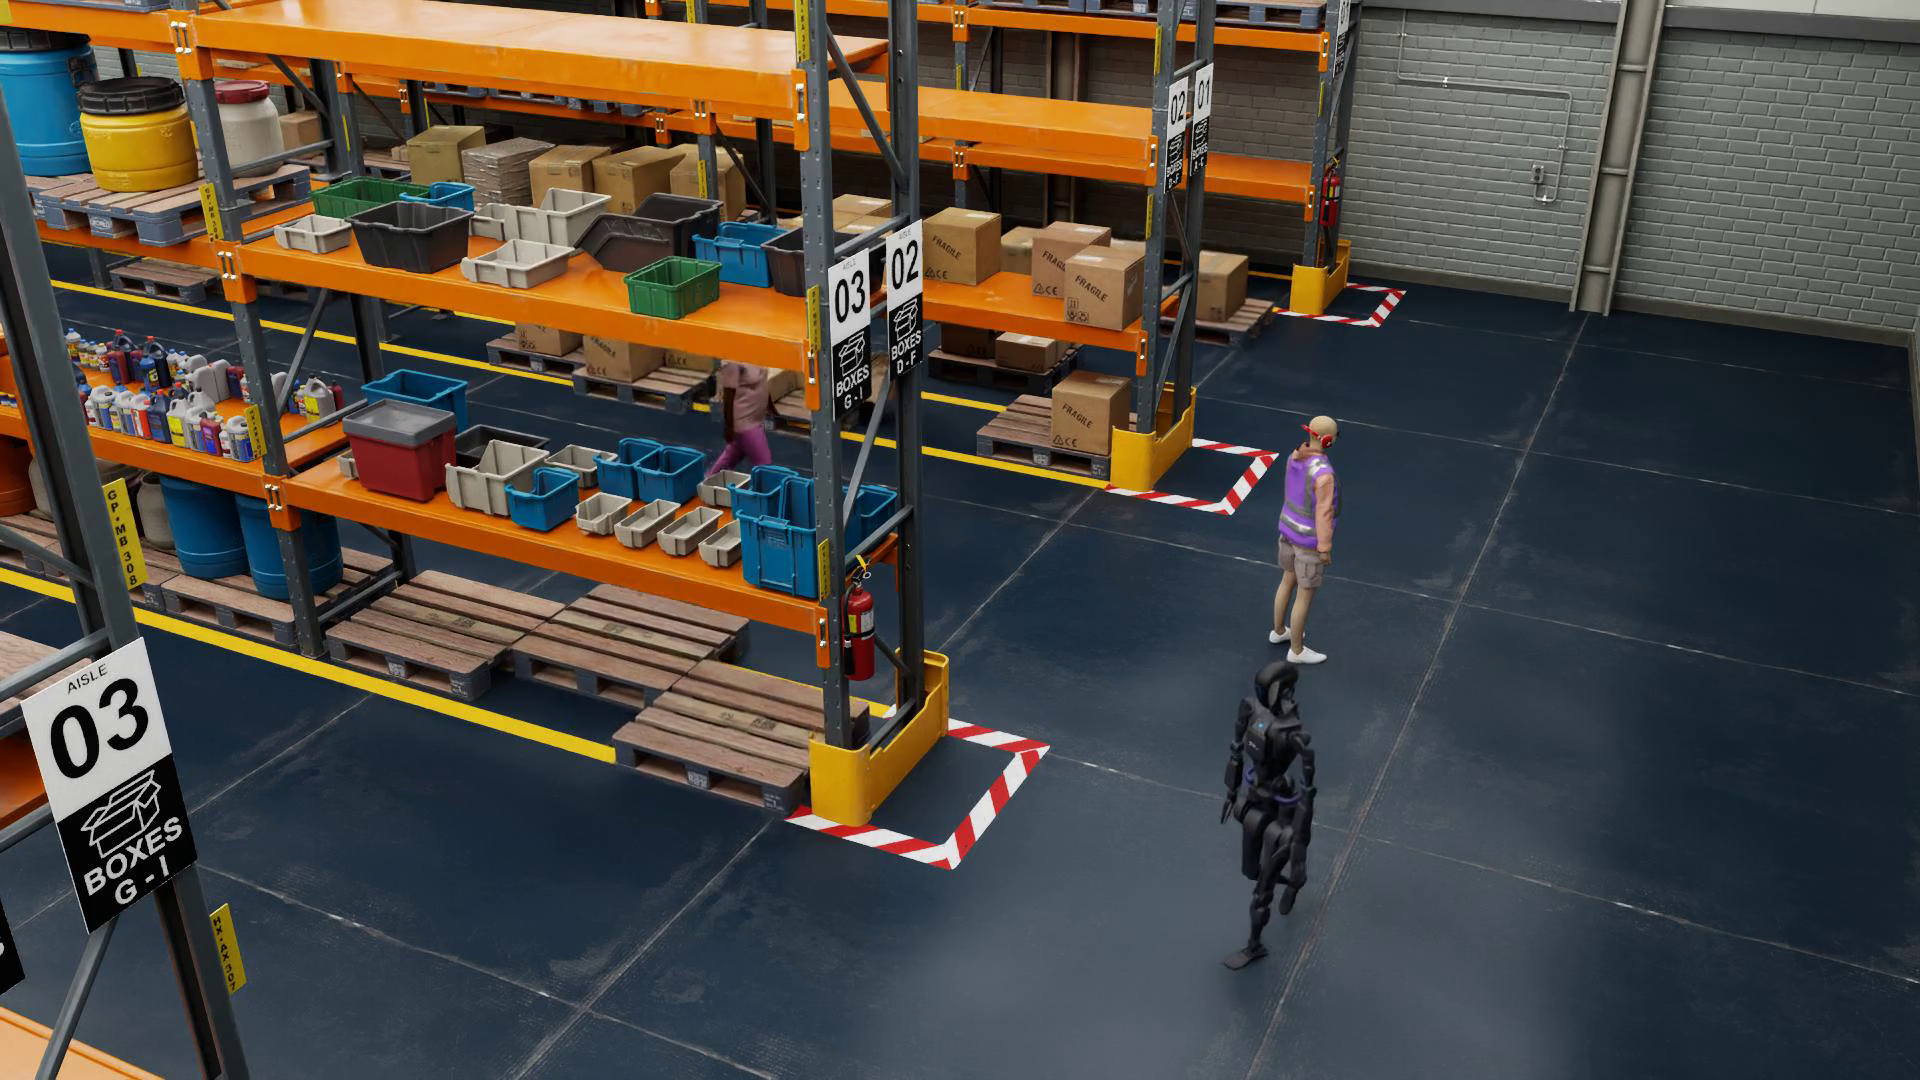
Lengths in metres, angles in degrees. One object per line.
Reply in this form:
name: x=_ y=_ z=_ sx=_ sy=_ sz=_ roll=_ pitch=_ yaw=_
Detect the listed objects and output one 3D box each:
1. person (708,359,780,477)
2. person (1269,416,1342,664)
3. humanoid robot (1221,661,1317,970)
person: x=-1.620 y=-0.923 z=12.507 sx=0.964 sy=1.761 sz=0.519 roll=6 pitch=27 yaw=13
person: x=2.229 y=-0.009 z=10.724 sx=0.348 sy=1.688 sz=0.492 roll=-8 pitch=27 yaw=-15
humanoid robot: x=1.573 y=1.302 z=8.102 sx=0.645 sy=1.638 sz=0.600 roll=-17 pitch=31 yaw=-30
